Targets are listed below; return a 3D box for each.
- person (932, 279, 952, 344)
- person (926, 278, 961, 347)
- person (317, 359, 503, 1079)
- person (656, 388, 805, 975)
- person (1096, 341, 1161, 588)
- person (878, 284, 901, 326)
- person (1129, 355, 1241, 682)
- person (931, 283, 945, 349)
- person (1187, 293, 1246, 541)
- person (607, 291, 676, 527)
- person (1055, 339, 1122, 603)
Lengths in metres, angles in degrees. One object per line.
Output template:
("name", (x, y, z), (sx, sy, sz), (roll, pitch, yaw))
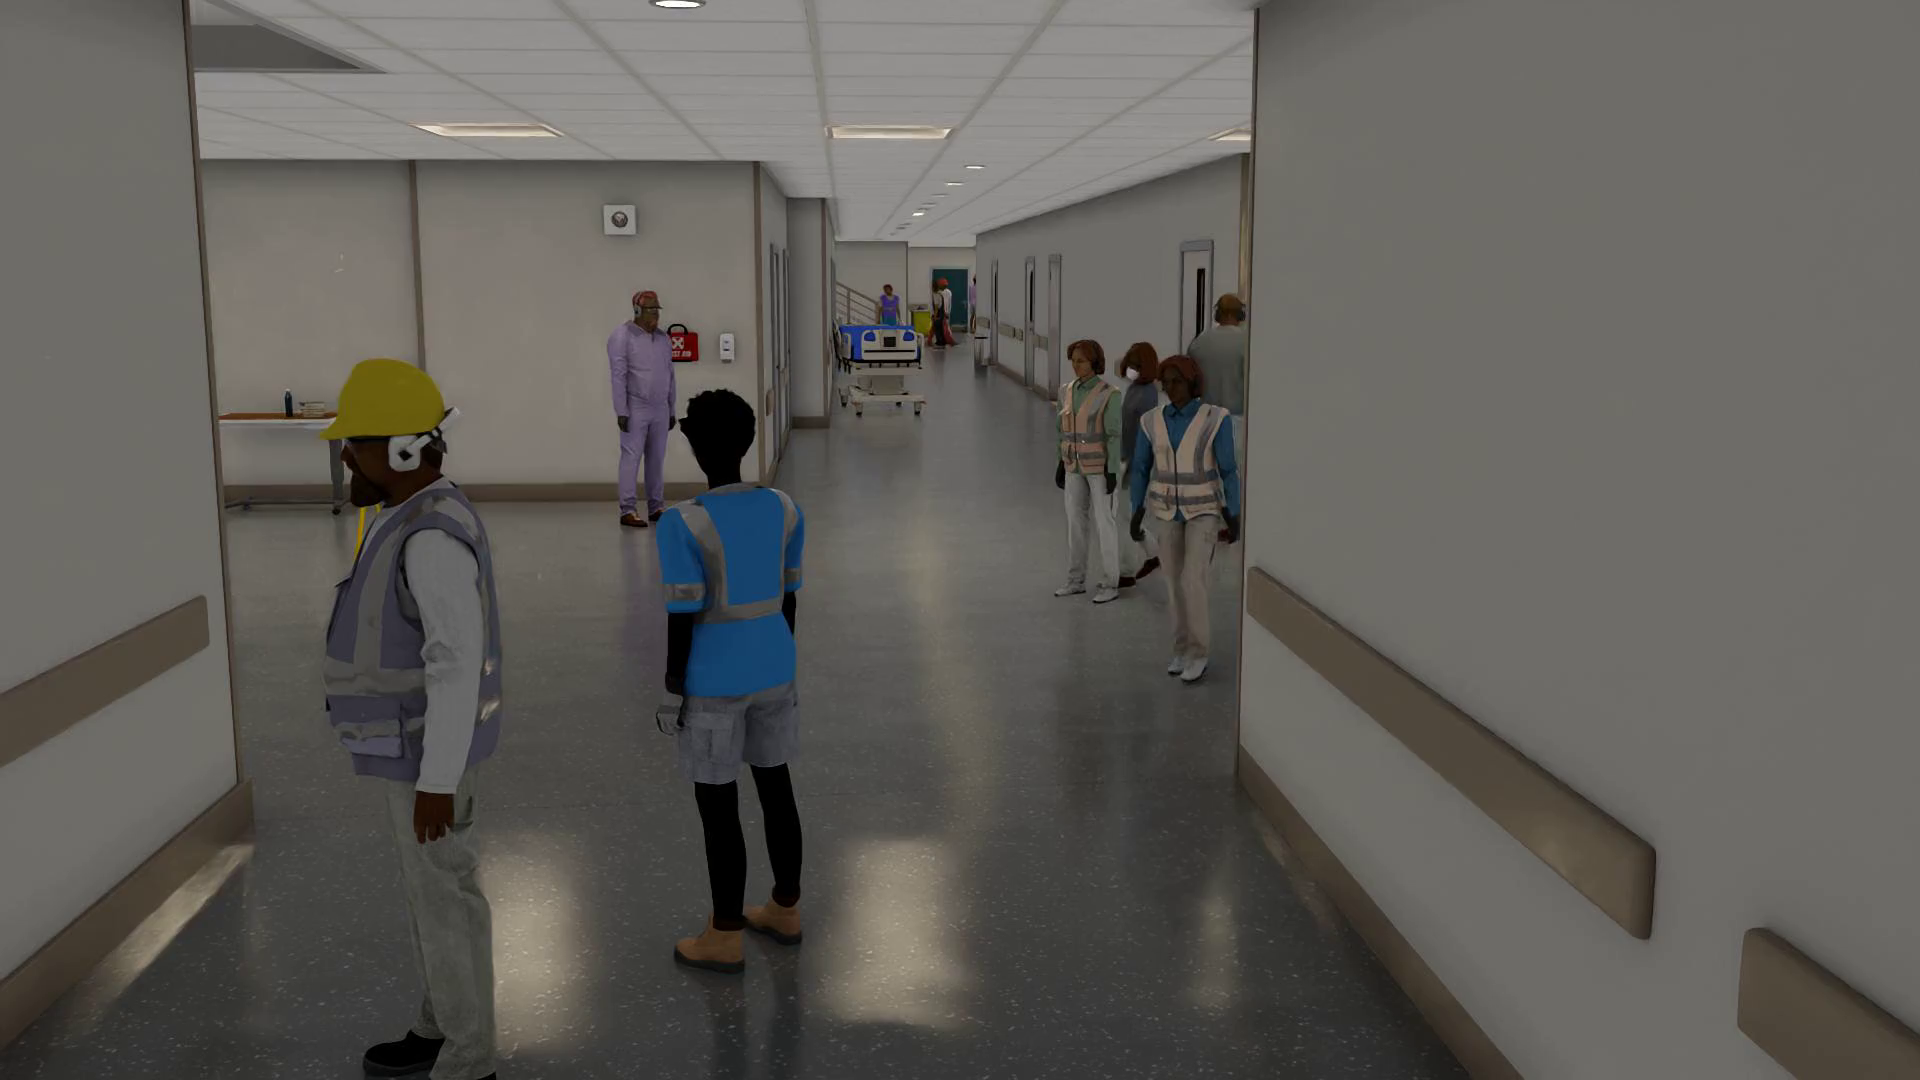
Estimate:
("person", (-0.553, -6.685, 48.751), (0.652, 1.906, 0.402), (-7, 12, -38))
("person", (-0.502, -6.362, 46.661), (1.041, 1.931, 0.627), (2, 9, 9))
("person", (-1.303, 0.483, 3.987), (0.404, 1.827, 0.602), (-4, 10, -24))
("person", (-0.668, 0.407, 4.867), (0.320, 1.698, 0.538), (7, 12, 39))
("person", (1.111, -0.472, 10.682), (0.389, 1.610, 0.531), (-1, 9, -4))
("person", (-1.845, -5.724, 43.052), (0.618, 1.810, 0.819), (-5, 10, -27))
("person", (1.110, -0.107, 8.293), (0.561, 1.622, 0.549), (6, 11, 32))
("person", (-0.611, -6.165, 45.786), (0.411, 1.823, 0.528), (2, 9, 14))
("person", (2.125, -0.965, 12.934), (0.667, 1.892, 0.840), (6, 11, 34))
("person", (-2.536, -1.060, 13.473), (0.401, 1.901, 0.646), (7, 11, 37))
("person", (0.801, -0.428, 10.340), (0.318, 1.630, 0.514), (-9, 12, -43))
